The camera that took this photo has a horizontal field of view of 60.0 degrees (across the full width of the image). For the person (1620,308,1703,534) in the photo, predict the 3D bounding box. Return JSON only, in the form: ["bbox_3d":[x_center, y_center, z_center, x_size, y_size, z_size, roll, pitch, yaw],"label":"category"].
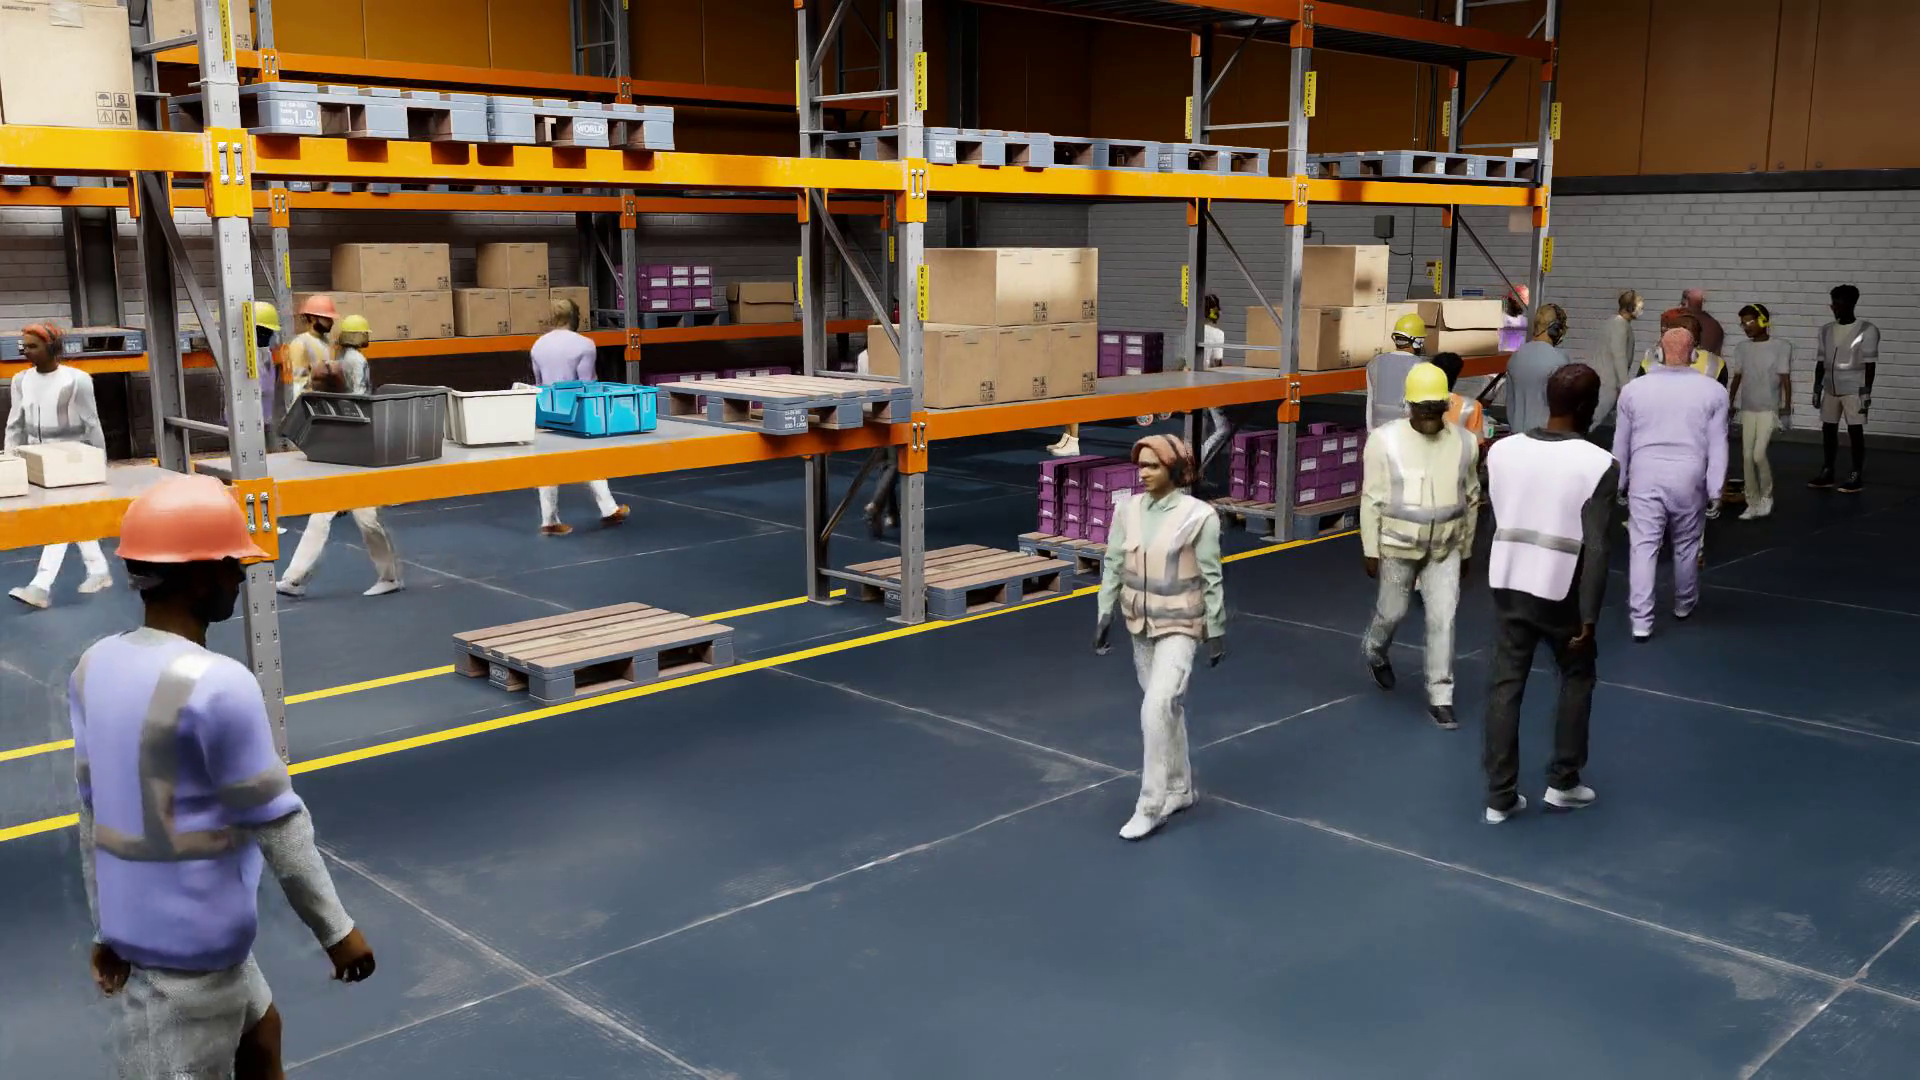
[{"bbox_3d":[5.594,-0.905,13.146,1.034,1.822,0.570,-5,12,-27],"label":"person"}]

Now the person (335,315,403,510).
[{"bbox_3d":[-5.221,-1.115,14.642,0.492,1.709,0.842,9,14,42],"label":"person"}]

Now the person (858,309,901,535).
[{"bbox_3d":[-0.608,-0.954,13.479,0.523,1.819,0.836,5,12,26],"label":"person"}]

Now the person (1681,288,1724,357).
[{"bbox_3d":[7.413,-1.596,16.818,0.699,1.872,0.724,-3,11,-17],"label":"person"}]

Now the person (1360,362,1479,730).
[{"bbox_3d":[2.286,-0.007,8.368,0.603,1.800,0.816,0,10,0],"label":"person"}]

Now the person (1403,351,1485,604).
[{"bbox_3d":[3.155,-0.415,10.949,0.540,1.656,0.844,4,11,21],"label":"person"}]

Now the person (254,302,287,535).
[{"bbox_3d":[-5.576,-0.951,13.261,0.508,1.881,0.652,1,10,3],"label":"person"}]

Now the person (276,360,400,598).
[{"bbox_3d":[-4.149,-0.377,10.942,0.888,1.587,0.515,-9,14,-41],"label":"person"}]

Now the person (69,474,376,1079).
[{"bbox_3d":[-1.570,0.803,3.660,0.565,1.895,0.930,9,14,40],"label":"person"}]

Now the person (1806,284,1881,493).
[{"bbox_3d":[8.316,-1.424,15.662,0.401,1.956,0.609,-5,11,-24],"label":"person"}]

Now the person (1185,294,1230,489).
[{"bbox_3d":[2.324,-1.381,15.684,0.427,1.855,0.546,-7,12,-33],"label":"person"}]

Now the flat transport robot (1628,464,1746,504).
[{"bbox_3d":[6.452,-0.534,15.383,0.652,0.197,1.431,-5,12,-26],"label":"flat transport robot"}]

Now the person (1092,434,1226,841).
[{"bbox_3d":[0.750,0.383,6.697,0.690,1.609,0.535,-10,14,-43],"label":"person"}]

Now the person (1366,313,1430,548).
[{"bbox_3d":[3.337,-0.791,12.565,0.403,1.826,0.596,-10,14,-42],"label":"person"}]

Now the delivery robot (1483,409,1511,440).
[{"bbox_3d":[5.557,-1.159,17.766,0.477,0.478,0.707,-4,11,-22],"label":"delivery robot"}]

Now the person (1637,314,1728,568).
[{"bbox_3d":[5.209,-0.710,12.058,0.621,1.845,0.429,4,11,23],"label":"person"}]

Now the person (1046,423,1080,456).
[{"bbox_3d":[1.124,-1.942,18.226,0.392,2.041,0.615,-1,10,-6],"label":"person"}]

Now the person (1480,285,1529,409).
[{"bbox_3d":[5.996,-1.856,18.247,0.628,1.864,1.024,-7,12,-32],"label":"person"}]

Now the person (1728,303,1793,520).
[{"bbox_3d":[6.746,-1.071,14.045,0.395,1.835,0.569,-8,13,-36],"label":"person"}]

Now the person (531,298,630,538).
[{"bbox_3d":[-3.103,-1.002,13.487,0.661,1.897,0.953,5,11,24],"label":"person"}]

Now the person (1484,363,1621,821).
[{"bbox_3d":[2.450,0.215,6.903,0.615,1.889,0.733,10,14,43],"label":"person"}]

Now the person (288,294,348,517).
[{"bbox_3d":[-5.565,-1.146,14.251,0.655,1.910,0.585,2,11,11],"label":"person"}]

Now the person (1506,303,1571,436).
[{"bbox_3d":[4.055,-0.680,11.638,0.373,1.937,0.630,-3,11,-17],"label":"person"}]

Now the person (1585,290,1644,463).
[{"bbox_3d":[6.369,-1.500,16.319,1.013,1.883,0.699,5,11,24],"label":"person"}]

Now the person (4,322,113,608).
[{"bbox_3d":[-5.970,-0.496,10.905,0.599,1.831,0.976,3,11,14],"label":"person"}]

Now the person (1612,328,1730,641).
[{"bbox_3d":[4.301,-0.354,10.093,0.661,1.842,1.003,6,12,28],"label":"person"}]
